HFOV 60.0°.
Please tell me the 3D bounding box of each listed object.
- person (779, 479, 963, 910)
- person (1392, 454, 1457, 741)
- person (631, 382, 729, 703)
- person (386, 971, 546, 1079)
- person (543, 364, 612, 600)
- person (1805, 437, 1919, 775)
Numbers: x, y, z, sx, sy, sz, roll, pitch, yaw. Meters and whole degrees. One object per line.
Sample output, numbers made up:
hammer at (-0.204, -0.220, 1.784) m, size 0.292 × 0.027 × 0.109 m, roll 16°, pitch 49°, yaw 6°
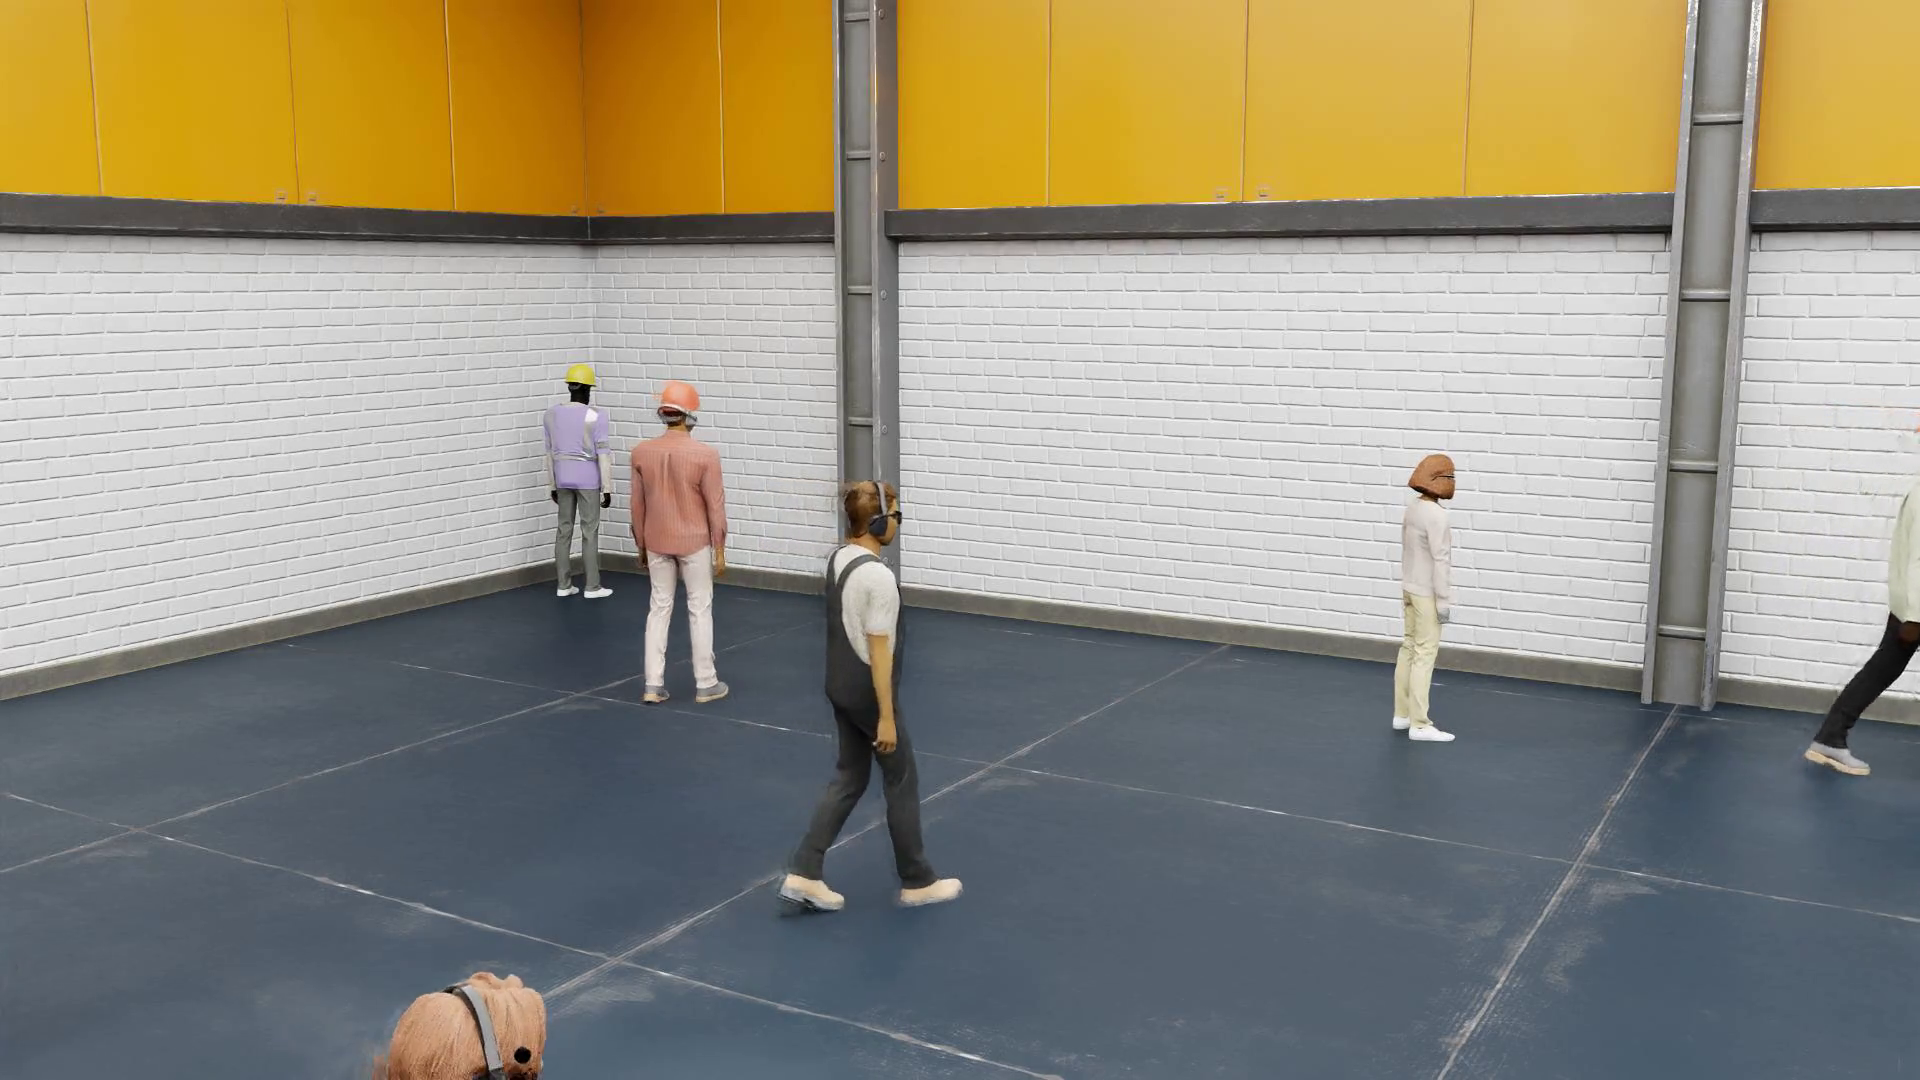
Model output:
person at (-0.388, 0.652, 6.848) m, size 0.782 × 1.823 × 0.522 m, roll -5°, pitch 10°, yaw -29°
person at (2.664, 0.321, 9.488) m, size 0.268 × 1.630 × 0.507 m, roll -1°, pitch 9°, yaw -6°
person at (-1.728, 0.036, 10.218) m, size 0.640 × 2.001 × 0.541 m, roll 2°, pitch 9°, yaw 14°
person at (-0.753, 1.449, 2.508) m, size 0.737 × 1.616 × 0.533 m, roll -9°, pitch 13°, yaw -44°
person at (-3.095, -0.473, 13.557) m, size 0.584 × 1.919 × 0.388 m, roll 3°, pitch 9°, yaw 16°
person at (4.961, 0.323, 8.549) m, size 1.059 × 1.946 × 0.622 m, roll 4°, pitch 10°, yaw 26°
